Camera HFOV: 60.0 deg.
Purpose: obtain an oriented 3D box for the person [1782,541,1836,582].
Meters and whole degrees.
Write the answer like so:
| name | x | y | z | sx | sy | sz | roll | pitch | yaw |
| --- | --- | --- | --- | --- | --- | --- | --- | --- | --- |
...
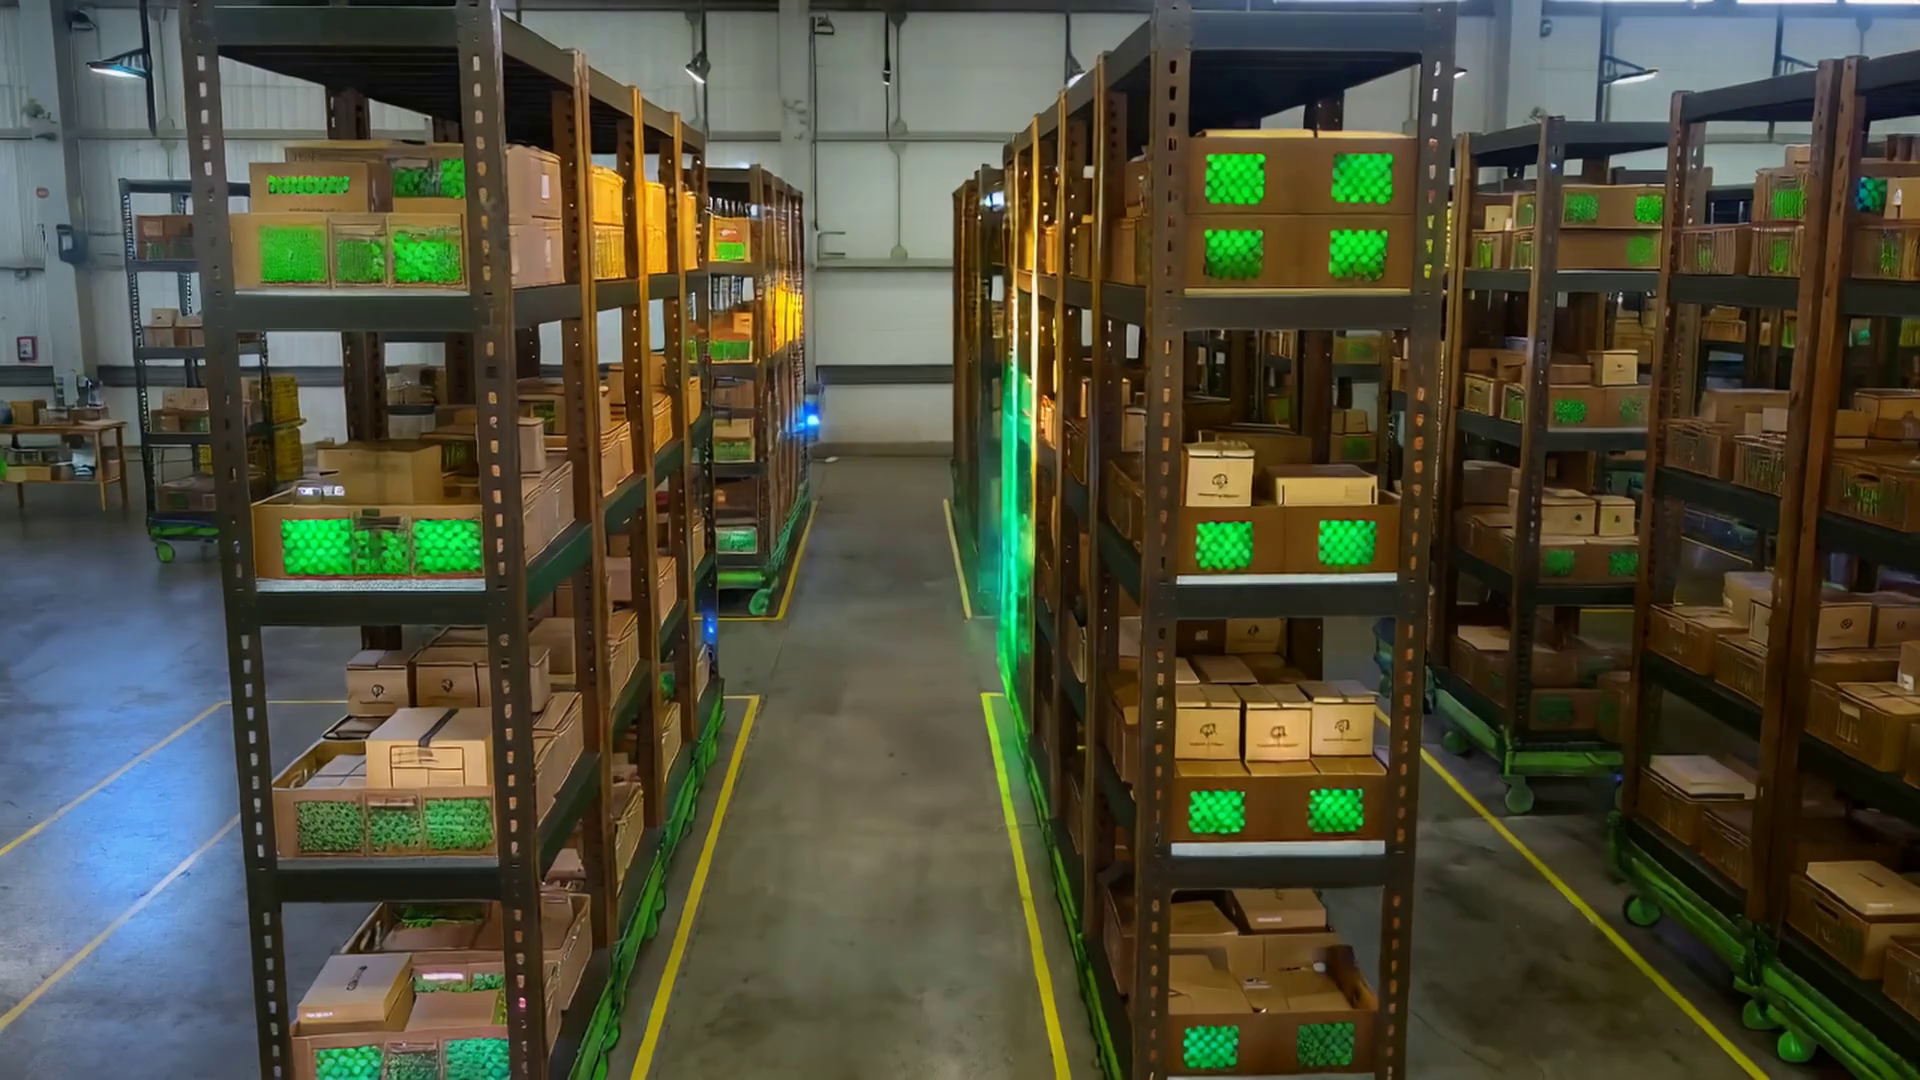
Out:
| name | x | y | z | sx | sy | sz | roll | pitch | yaw |
| --- | --- | --- | --- | --- | --- | --- | --- | --- | --- |
| person | 6.833 | -0.254 | 13.250 | 0.427 | 1.818 | 0.622 | -1 | 10 | -5 |
